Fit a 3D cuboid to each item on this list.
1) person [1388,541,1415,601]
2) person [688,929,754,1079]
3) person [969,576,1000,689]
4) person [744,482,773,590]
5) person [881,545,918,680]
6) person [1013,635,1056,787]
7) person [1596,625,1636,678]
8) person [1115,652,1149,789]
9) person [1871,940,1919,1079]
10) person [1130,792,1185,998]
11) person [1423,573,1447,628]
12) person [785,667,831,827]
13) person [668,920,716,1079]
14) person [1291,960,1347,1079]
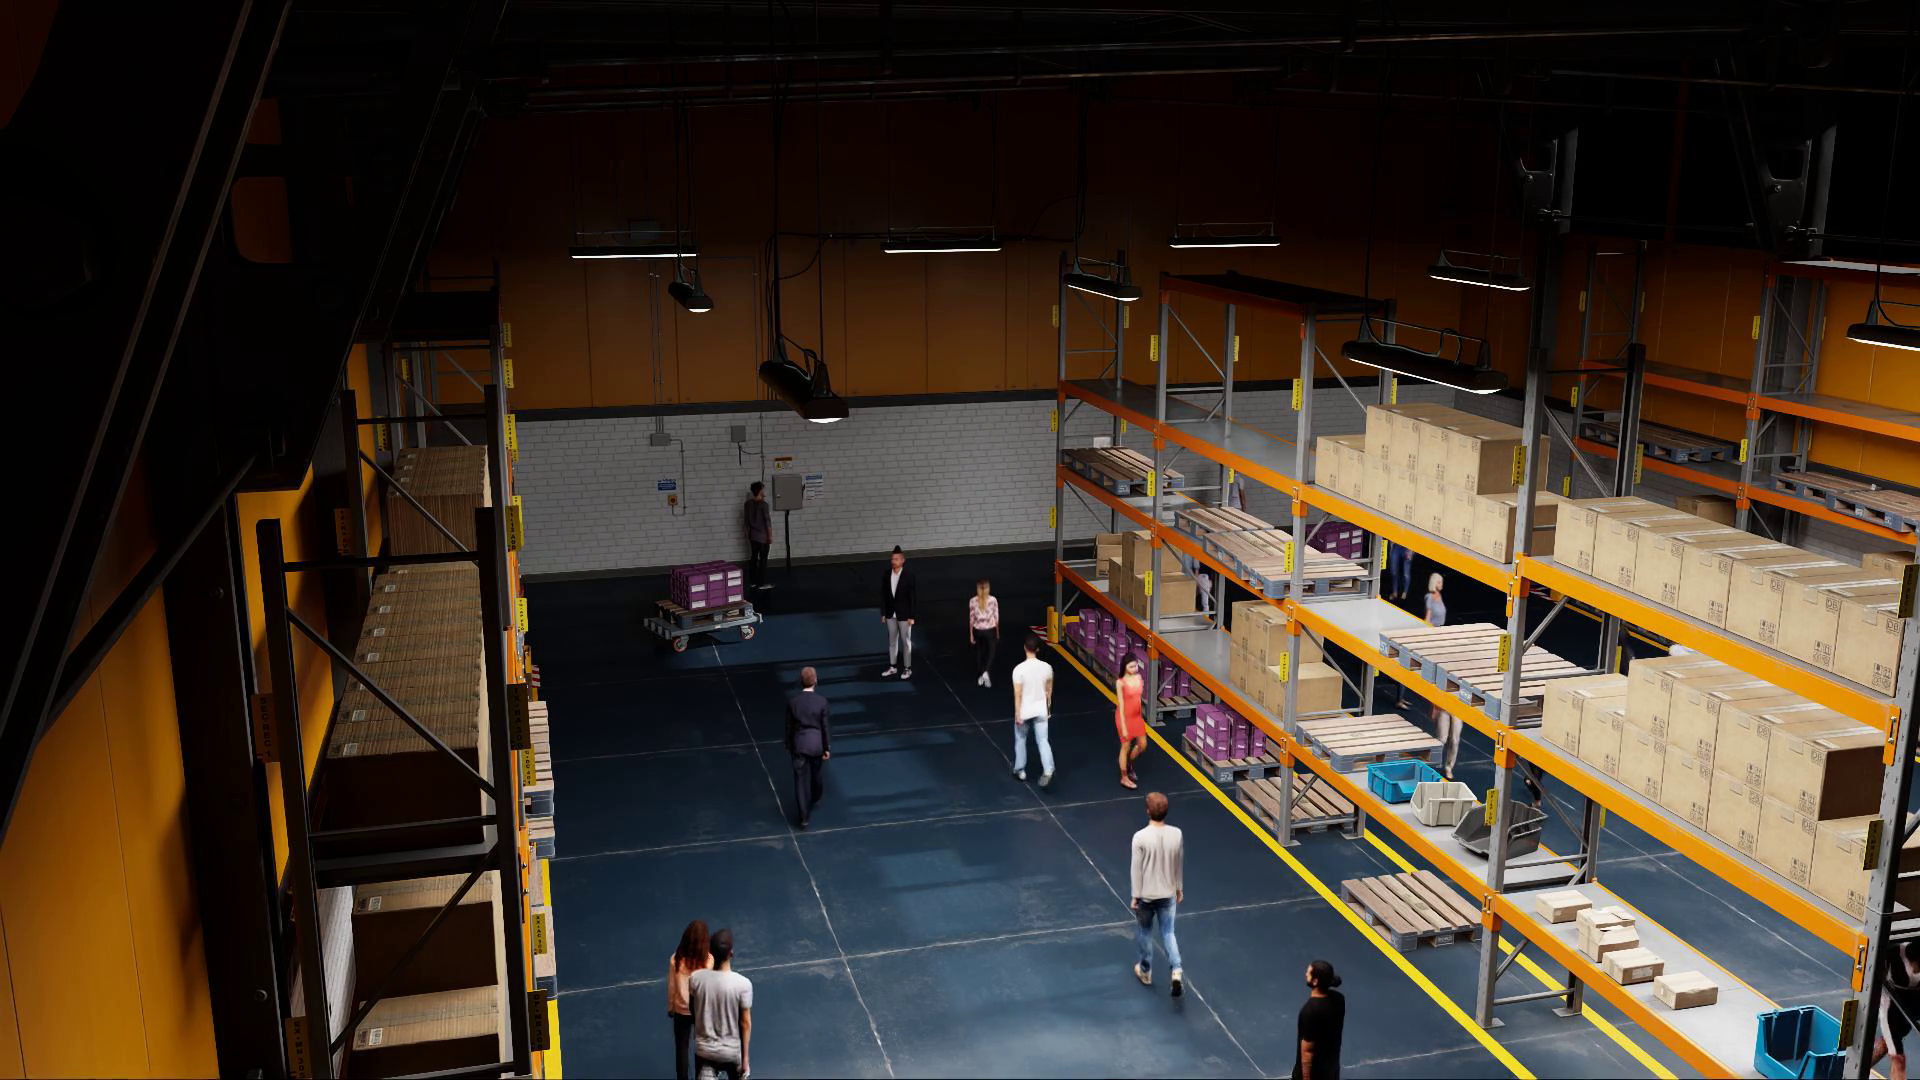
[{"bbox_3d":[7.513,0.215,28.140,0.817,1.595,0.876,7,15,28],"label":"person"},{"bbox_3d":[-1.843,3.887,12.540,1.057,1.800,1.362,2,14,7],"label":"person"},{"bbox_3d":[0.340,1.328,23.501,0.801,1.615,0.987,2,14,9],"label":"person"},{"bbox_3d":[-3.495,-0.090,28.845,0.811,1.856,0.875,10,17,35],"label":"person"},{"bbox_3d":[-0.879,1.031,24.019,0.784,1.949,0.833,7,15,26],"label":"person"},{"bbox_3d":[0.897,2.085,19.917,0.666,1.830,1.057,-4,14,-18],"label":"person"},{"bbox_3d":[8.182,1.918,20.856,0.838,1.713,1.043,2,14,8],"label":"person"},{"bbox_3d":[1.954,2.146,19.927,0.705,1.708,0.752,-13,18,-42],"label":"person"},{"bbox_3d":[7.432,3.753,13.239,0.865,1.732,1.286,1,14,3],"label":"person"},{"bbox_3d":[1.810,3.234,15.050,0.707,1.888,1.062,-2,14,-10],"label":"person"},{"bbox_3d":[6.566,1.295,23.473,1.143,1.693,0.962,12,18,40],"label":"person"},{"bbox_3d":[-1.751,2.366,18.898,0.797,1.765,1.202,-1,14,-6],"label":"person"},{"bbox_3d":[-2.176,3.836,13.475,0.667,1.458,0.811,-1,14,-6],"label":"person"},{"bbox_3d":[2.729,3.967,12.344,1.139,1.736,0.967,12,18,42],"label":"person"}]
